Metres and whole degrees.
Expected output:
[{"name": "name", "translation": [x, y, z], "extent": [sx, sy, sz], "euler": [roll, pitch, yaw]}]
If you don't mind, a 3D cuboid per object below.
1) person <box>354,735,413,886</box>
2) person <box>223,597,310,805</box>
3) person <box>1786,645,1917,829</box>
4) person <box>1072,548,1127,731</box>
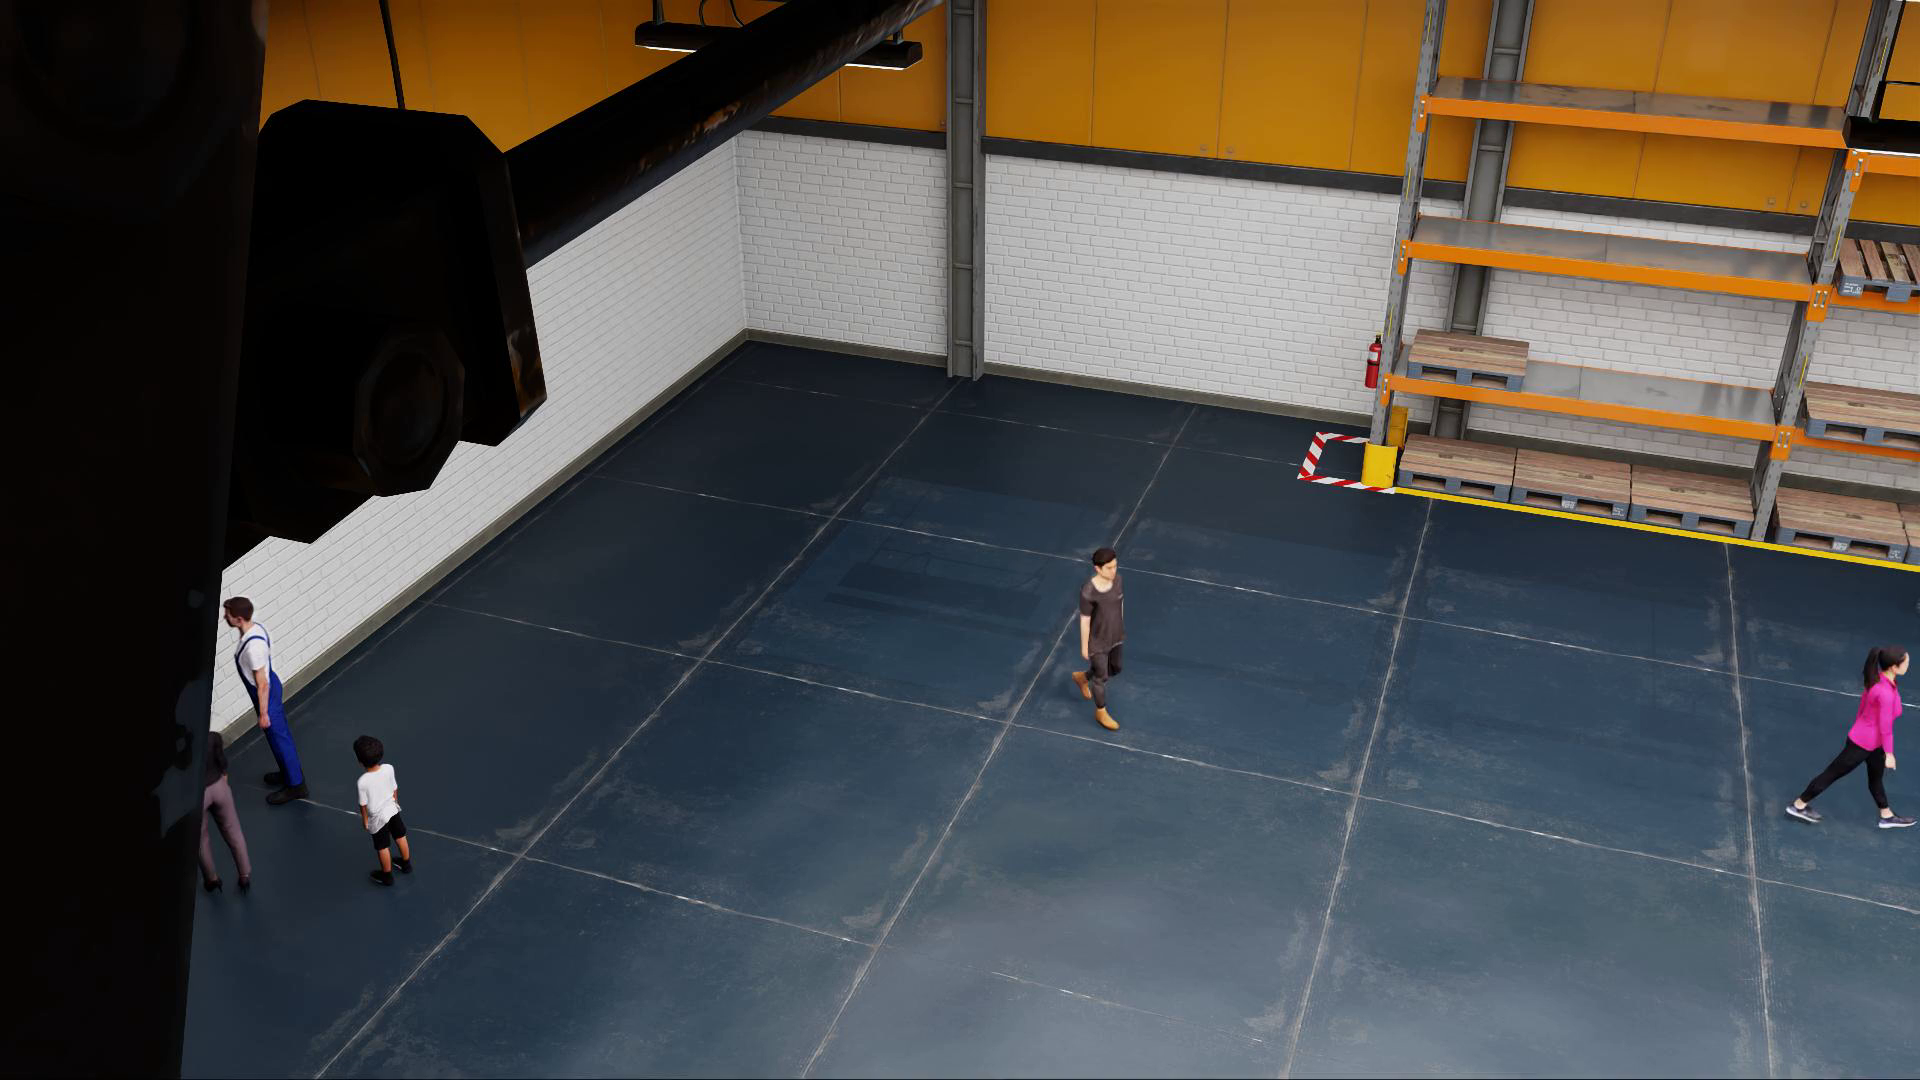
[{"name": "person", "translation": [-4.319, 2.012, 12.429], "extent": [0.537, 1.256, 0.524], "euler": [18, 33, 30]}, {"name": "person", "translation": [-5.517, 1.247, 13.212], "extent": [0.767, 1.849, 0.723], "euler": [-10, 30, -18]}, {"name": "person", "translation": [6.895, 1.551, 12.865], "extent": [1.126, 1.647, 0.594], "euler": [10, 30, 18]}, {"name": "person", "translation": [1.179, 0.786, 14.213], "extent": [0.864, 1.700, 0.993], "euler": [-23, 36, -35]}]
